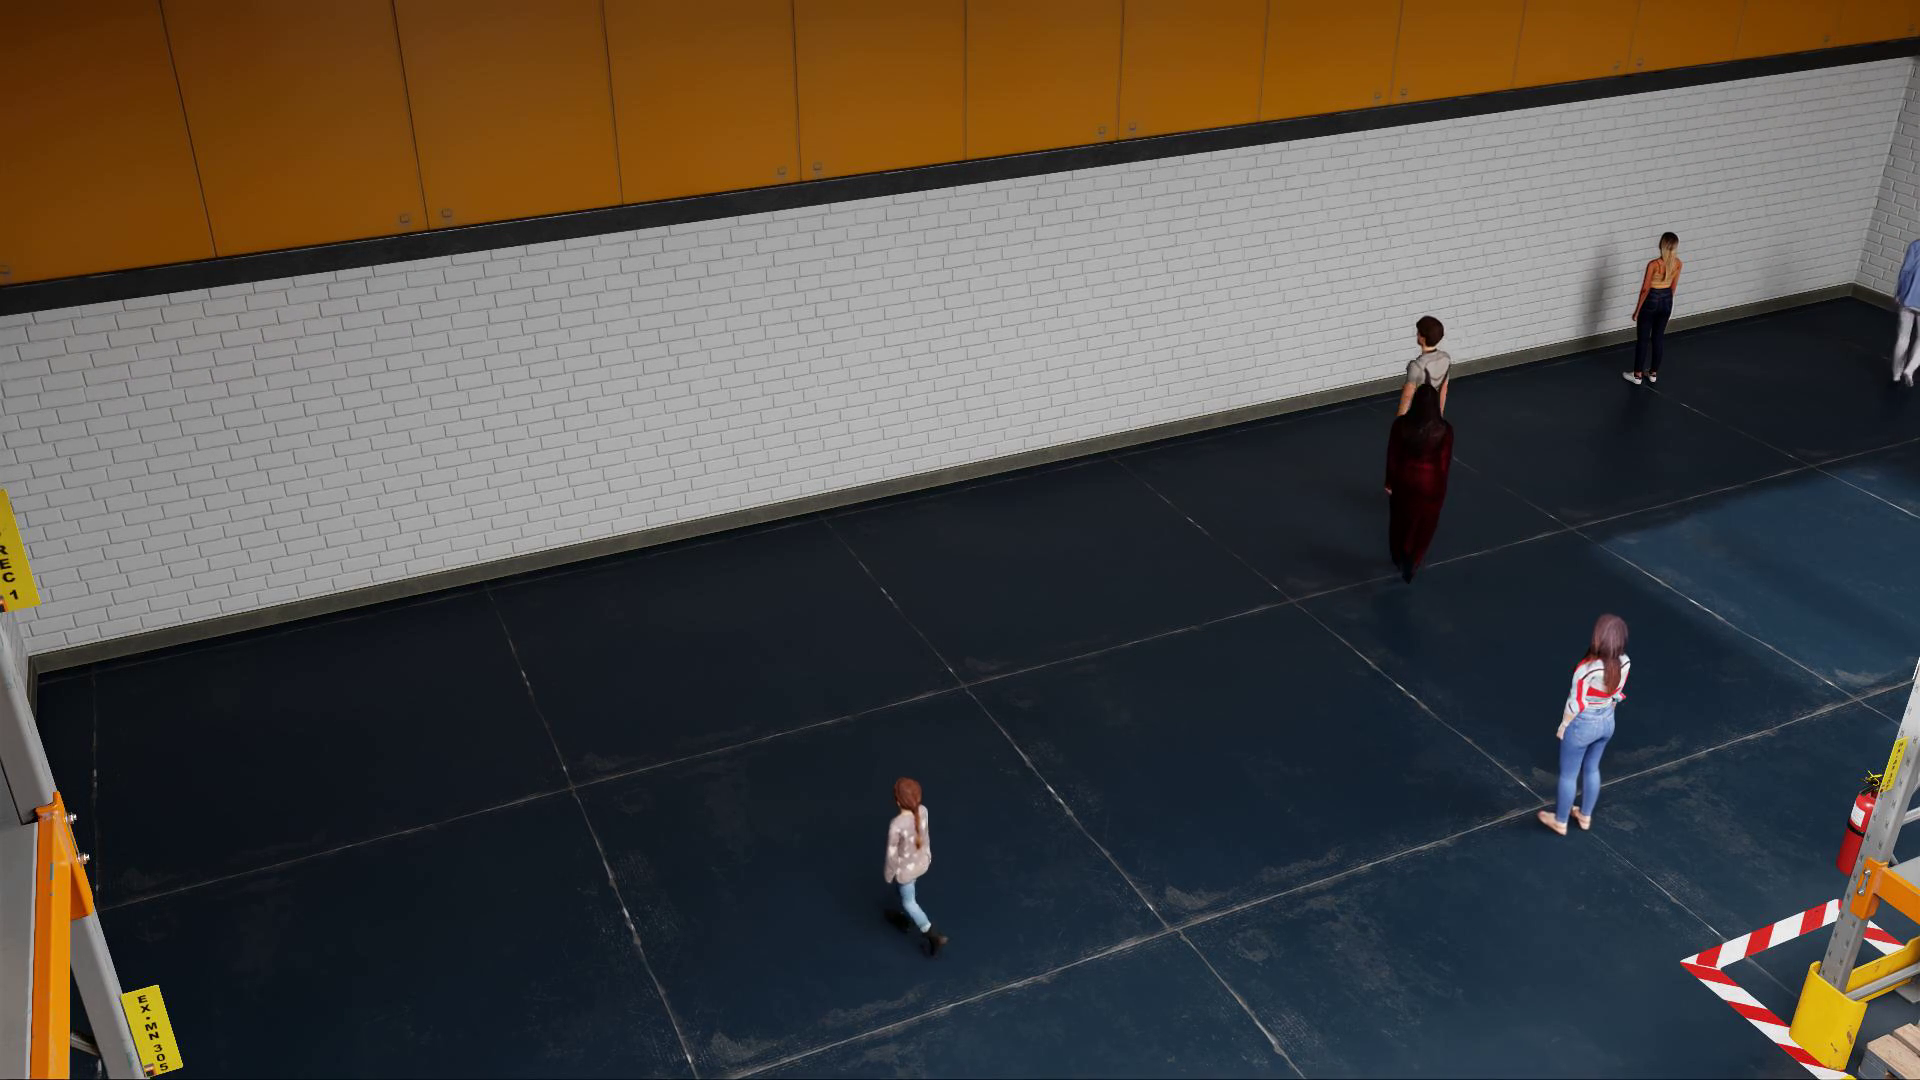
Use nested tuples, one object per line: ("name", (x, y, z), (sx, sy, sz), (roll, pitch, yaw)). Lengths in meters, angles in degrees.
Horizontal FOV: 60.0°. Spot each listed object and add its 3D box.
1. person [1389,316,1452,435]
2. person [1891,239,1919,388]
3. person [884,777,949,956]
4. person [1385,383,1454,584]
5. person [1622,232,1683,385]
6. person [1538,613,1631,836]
("person", (4.107, -1.024, 14.588), (0.703, 1.878, 0.724), (-20, 34, -32))
("person", (9.947, -2.469, 17.245), (0.939, 1.870, 0.949), (18, 34, 30))
("person", (-0.271, 1.941, 9.879), (0.864, 1.181, 0.669), (24, 37, 37))
("person", (3.733, -0.419, 13.626), (0.993, 1.737, 1.040), (11, 30, 19))
("person", (7.288, -2.435, 17.437), (0.620, 1.628, 0.569), (-6, 29, -12))
("person", (4.092, 1.199, 10.792), (0.583, 1.611, 0.486), (-12, 31, -21))
